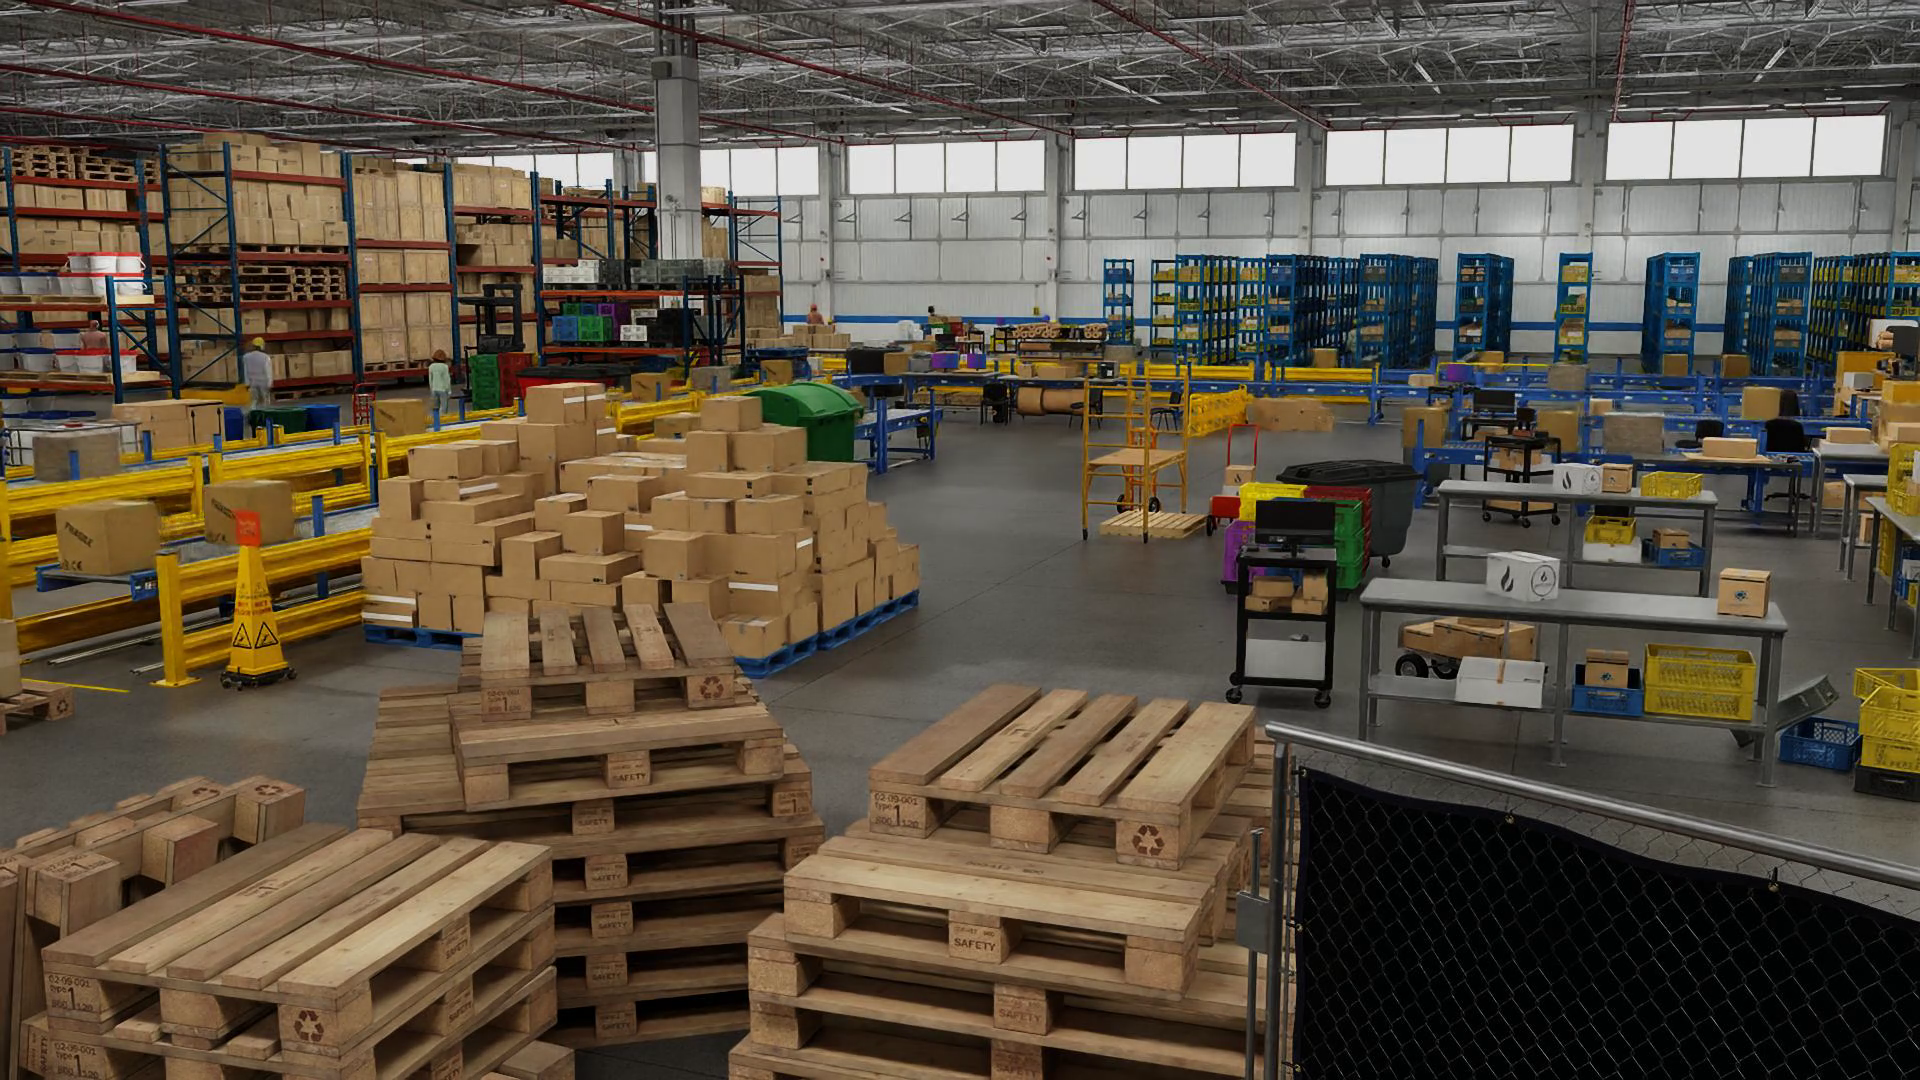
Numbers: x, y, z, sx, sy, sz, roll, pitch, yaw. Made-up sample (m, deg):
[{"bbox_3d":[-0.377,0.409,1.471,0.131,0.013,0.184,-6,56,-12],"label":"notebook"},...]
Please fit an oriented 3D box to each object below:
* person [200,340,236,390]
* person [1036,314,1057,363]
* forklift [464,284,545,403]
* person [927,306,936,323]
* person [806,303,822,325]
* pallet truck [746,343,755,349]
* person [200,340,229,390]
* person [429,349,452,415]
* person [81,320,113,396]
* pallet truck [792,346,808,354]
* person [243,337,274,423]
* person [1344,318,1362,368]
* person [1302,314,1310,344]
[{"bbox_3d":[-19.316,-4.782,43.281,0.955,1.859,0.663,-8,12,-40],"label":"person"},{"bbox_3d":[2.460,-5.429,47.161,0.608,1.933,0.429,-1,9,-8],"label":"person"},{"bbox_3d":[-10.832,-4.702,39.610,1.129,2.768,1.873,3,10,20],"label":"forklift"},{"bbox_3d":[-1.205,-8.480,66.719,0.942,1.793,0.653,-1,9,-4],"label":"person"},{"bbox_3d":[-5.452,-7.847,62.185,0.657,1.971,0.636,-3,10,-18],"label":"person"},{"bbox_3d":[-6.183,-4.618,44.264,1.601,1.201,0.680,-9,12,-43],"label":"pallet truck"},{"bbox_3d":[-19.823,-4.985,44.134,0.611,1.998,0.980,4,10,21],"label":"person"},{"bbox_3d":[-9.858,-2.804,31.595,0.498,1.633,0.279,5,10,27],"label":"person"},{"bbox_3d":[-21.773,-4.594,41.983,0.641,1.908,0.407,0,9,-1],"label":"person"},{"bbox_3d":[-3.705,-4.298,42.022,0.653,1.274,1.630,3,10,20],"label":"pallet truck"},{"bbox_3d":[-13.926,-3.127,33.045,0.609,1.812,0.470,2,9,10],"label":"person"},{"bbox_3d":[11.466,-5.541,48.335,0.627,1.778,0.919,-7,12,-38],"label":"person"},{"bbox_3d":[12.345,-7.343,59.457,0.411,1.841,0.583,2,9,10],"label":"person"}]
